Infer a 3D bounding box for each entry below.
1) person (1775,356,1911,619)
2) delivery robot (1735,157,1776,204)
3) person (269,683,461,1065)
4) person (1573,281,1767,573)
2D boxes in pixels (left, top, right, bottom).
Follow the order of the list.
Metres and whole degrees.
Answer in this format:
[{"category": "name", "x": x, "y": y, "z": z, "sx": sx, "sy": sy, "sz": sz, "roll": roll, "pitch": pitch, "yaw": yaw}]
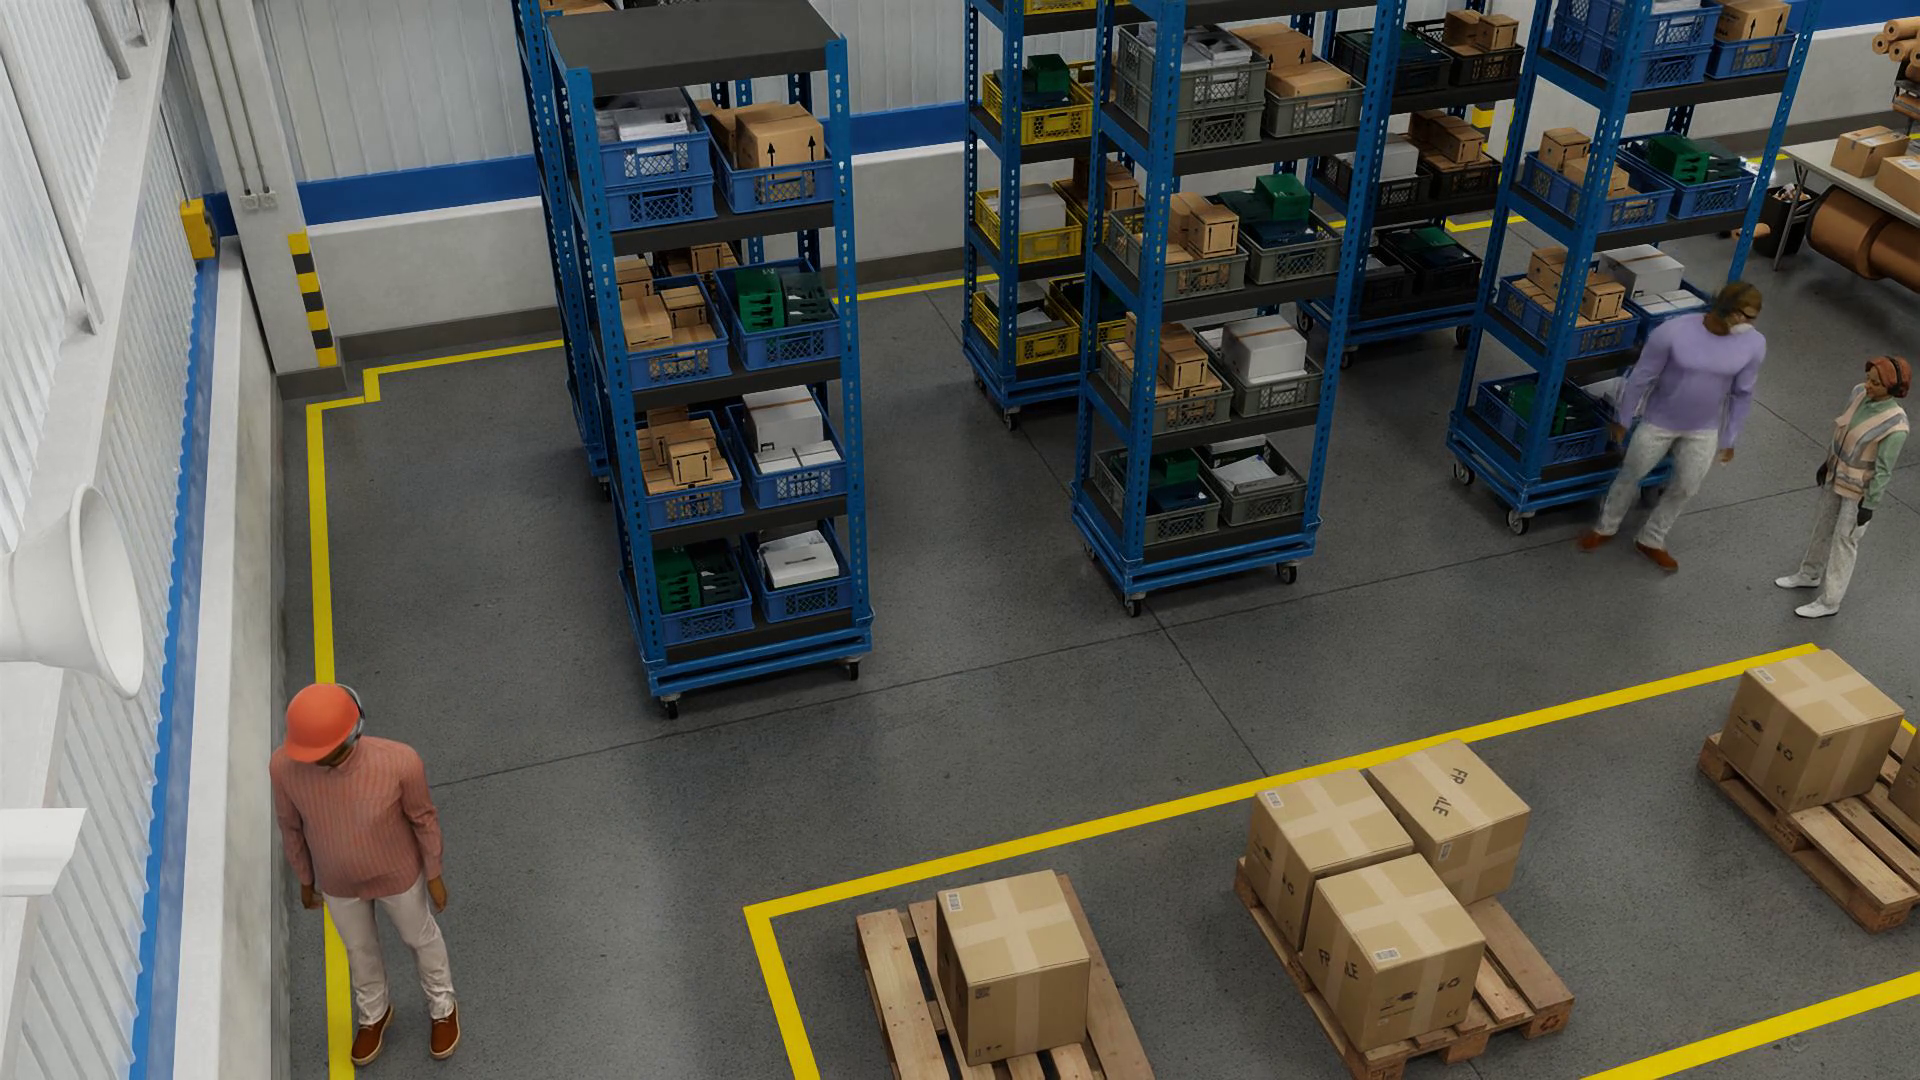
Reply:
[{"category": "person", "x": 4.978, "y": -0.300, "z": 9.288, "sx": 0.312, "sy": 1.633, "sz": 0.518, "roll": 0, "pitch": 35, "yaw": -1}, {"category": "delivery robot", "x": 6.463, "y": -2.957, "z": 13.902, "sx": 0.707, "sy": 0.478, "sz": 0.477, "roll": -19, "pitch": 39, "yaw": -25}, {"category": "person", "x": -2.365, "y": 1.341, "z": 6.654, "sx": 0.608, "sy": 1.986, "sz": 0.391, "roll": -2, "pitch": 35, "yaw": -2}, {"category": "person", "x": 4.092, "y": -0.667, "z": 9.576, "sx": 0.763, "sy": 1.903, "sz": 0.360, "roll": 5, "pitch": 36, "yaw": 8}]
